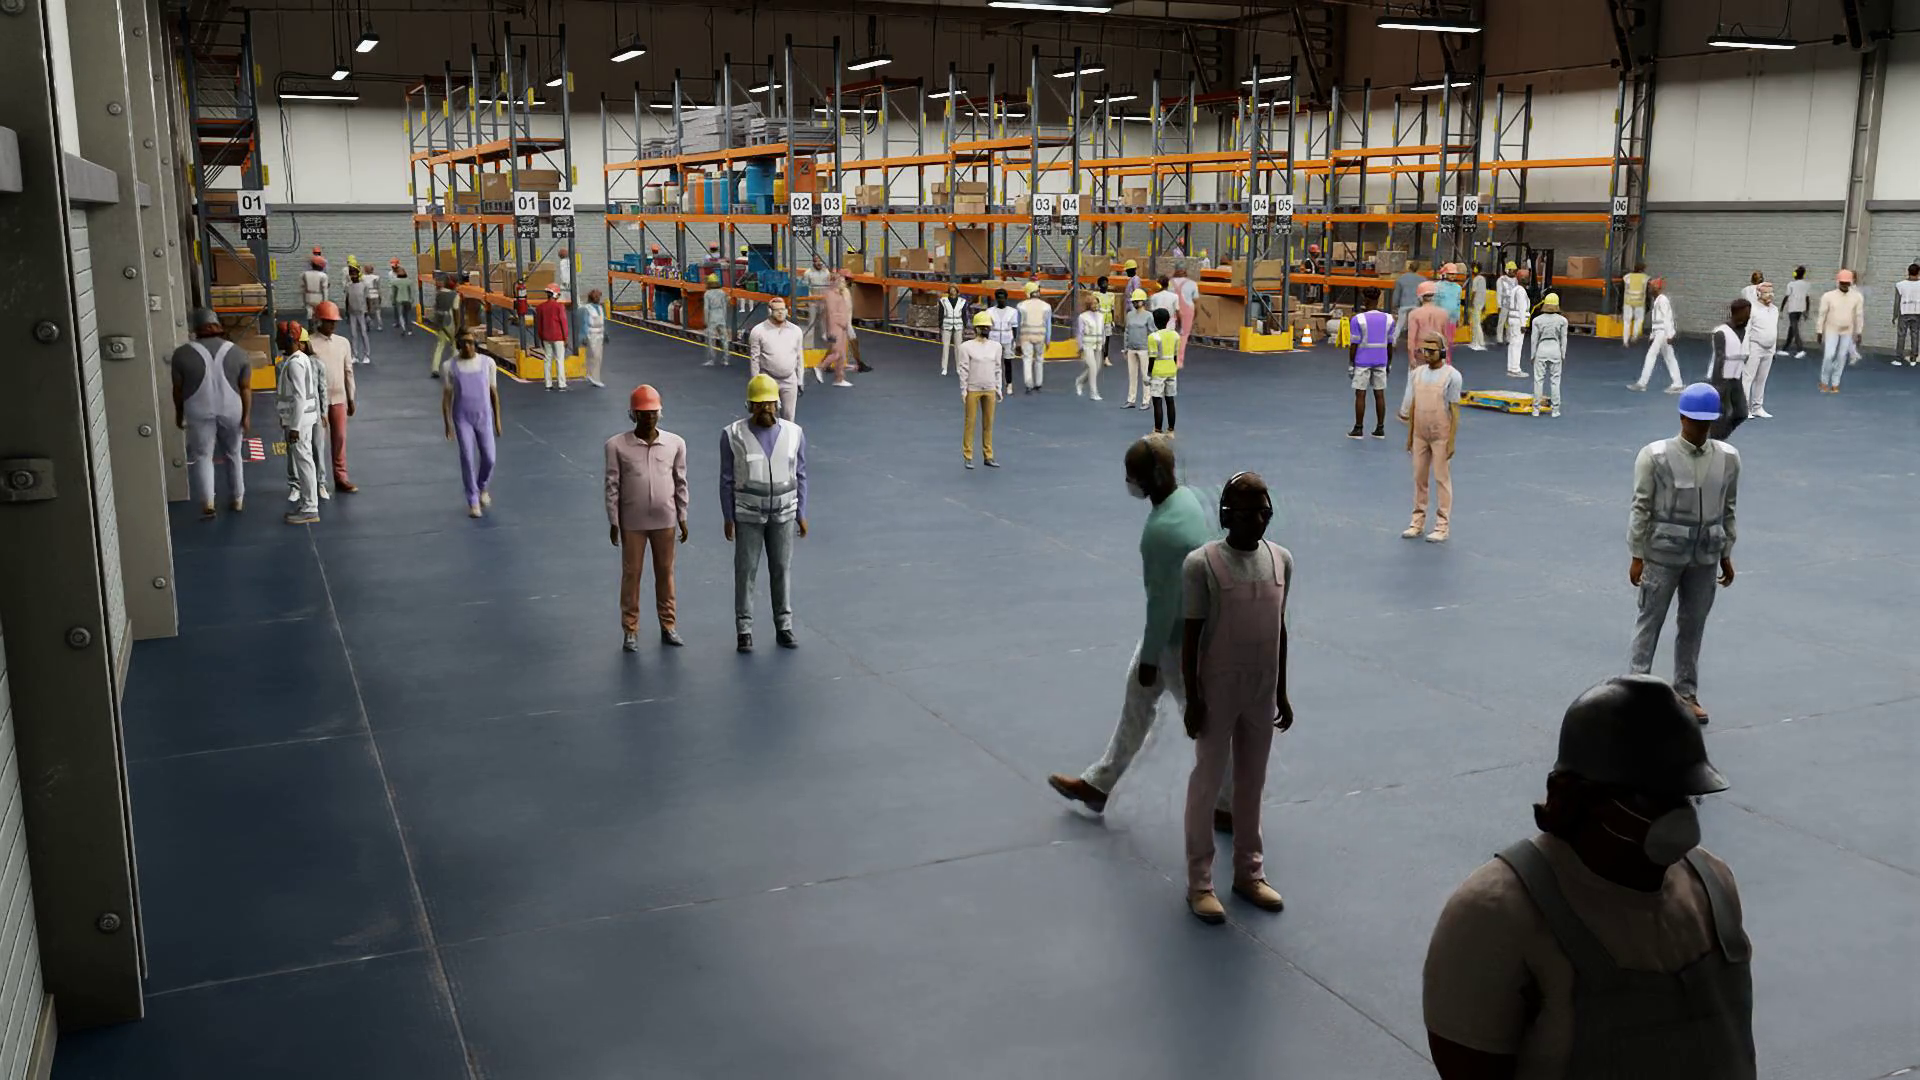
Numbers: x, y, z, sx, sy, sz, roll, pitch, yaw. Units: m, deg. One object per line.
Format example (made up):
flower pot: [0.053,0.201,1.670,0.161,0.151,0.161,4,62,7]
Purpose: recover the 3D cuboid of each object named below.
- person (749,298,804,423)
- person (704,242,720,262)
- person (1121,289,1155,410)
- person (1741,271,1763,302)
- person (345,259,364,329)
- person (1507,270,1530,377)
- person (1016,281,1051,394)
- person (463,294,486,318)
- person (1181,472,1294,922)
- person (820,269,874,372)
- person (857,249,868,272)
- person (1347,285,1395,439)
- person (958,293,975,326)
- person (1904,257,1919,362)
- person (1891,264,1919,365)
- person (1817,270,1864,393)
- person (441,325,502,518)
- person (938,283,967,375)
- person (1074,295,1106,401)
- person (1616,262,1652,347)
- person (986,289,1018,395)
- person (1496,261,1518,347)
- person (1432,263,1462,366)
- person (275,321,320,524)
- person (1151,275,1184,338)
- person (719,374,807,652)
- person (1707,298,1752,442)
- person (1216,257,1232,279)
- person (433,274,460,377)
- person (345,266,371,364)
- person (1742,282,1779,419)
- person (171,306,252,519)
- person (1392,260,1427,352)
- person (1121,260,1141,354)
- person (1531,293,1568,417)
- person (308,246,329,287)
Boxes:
person: [-2.088,-1.825,19.136,0.643,1.913,0.410,-5,12,-24]
person: [-7.156,-7.675,48.552,0.619,2.029,0.626,-5,12,-25]
person: [2.618,-2.789,24.405,0.524,1.770,0.315,10,15,41]
person: [14.406,-3.967,30.231,0.347,1.839,0.501,-8,14,-36]
person: [-15.050,-6.105,41.350,0.516,1.734,0.335,4,12,18]
person: [9.869,-3.818,29.339,0.355,1.882,0.576,1,11,3]
person: [1.167,-3.244,26.680,0.600,1.808,0.801,-1,11,-7]
person: [-13.379,-6.893,45.243,0.955,1.794,0.634,-7,13,-32]
person: [1.140,0.633,6.813,0.508,1.846,0.345,-5,12,-24]
person: [-2.118,-3.961,30.096,1.002,1.883,0.546,-4,12,-18]
person: [-2.913,-7.478,48.117,0.534,1.815,0.995,-3,11,-14]
person: [5.243,-2.265,21.257,0.605,1.957,0.370,-2,11,-12]
person: [0.105,-6.417,42.589,0.601,1.875,1.004,-3,12,-17]
person: [18.609,-4.492,32.359,0.535,2.000,0.700,5,12,22]
person: [18.006,-4.268,31.527,0.593,1.922,0.391,3,11,14]
person: [14.061,-3.317,26.550,0.629,1.970,0.616,2,11,12]
person: [-4.628,-1.124,15.782,0.533,1.827,0.420,-4,12,-21]
person: [-0.131,-3.756,29.643,0.513,1.640,0.309,-2,11,-8]
person: [2.001,-2.987,25.776,0.523,1.616,0.658,-9,14,-39]
person: [14.585,-5.094,36.010,0.712,1.807,0.587,5,12,23]
person: [0.661,-3.137,26.369,0.532,1.690,0.327,0,11,2]
person: [11.812,-5.067,35.804,0.590,1.837,0.404,-5,12,-24]
person: [8.639,-3.912,29.530,0.612,1.995,0.377,-5,12,-24]
person: [-6.188,-1.098,15.515,0.356,1.882,0.574,-4,12,-20]
person: [3.516,-3.578,28.232,0.561,1.836,0.392,6,13,29]
person: [-1.287,-0.180,10.976,0.586,1.833,0.403,-4,12,-20]
person: [8.879,-1.839,19.242,0.631,1.902,0.440,-7,13,-30]
person: [7.637,-7.457,48.564,0.519,1.589,0.836,-5,12,-26]
person: [-9.023,-3.754,29.236,0.607,1.854,0.616,6,13,28]
person: [-11.560,-4.312,31.897,0.509,1.865,0.329,1,11,4]
person: [11.244,-2.658,23.382,0.643,1.909,0.409,-5,12,-24]
person: [-7.092,-1.235,15.808,0.690,2.000,0.819,-7,13,-32]
person: [9.261,-4.818,34.403,0.716,1.901,0.558,3,12,16]
person: [3.529,-4.792,34.183,0.369,1.925,0.586,-1,11,-5]
person: [8.353,-2.622,23.614,0.484,1.744,0.295,4,12,19]
person: [-18.112,-7.322,47.005,0.544,1.938,0.355,-2,11,-11]
